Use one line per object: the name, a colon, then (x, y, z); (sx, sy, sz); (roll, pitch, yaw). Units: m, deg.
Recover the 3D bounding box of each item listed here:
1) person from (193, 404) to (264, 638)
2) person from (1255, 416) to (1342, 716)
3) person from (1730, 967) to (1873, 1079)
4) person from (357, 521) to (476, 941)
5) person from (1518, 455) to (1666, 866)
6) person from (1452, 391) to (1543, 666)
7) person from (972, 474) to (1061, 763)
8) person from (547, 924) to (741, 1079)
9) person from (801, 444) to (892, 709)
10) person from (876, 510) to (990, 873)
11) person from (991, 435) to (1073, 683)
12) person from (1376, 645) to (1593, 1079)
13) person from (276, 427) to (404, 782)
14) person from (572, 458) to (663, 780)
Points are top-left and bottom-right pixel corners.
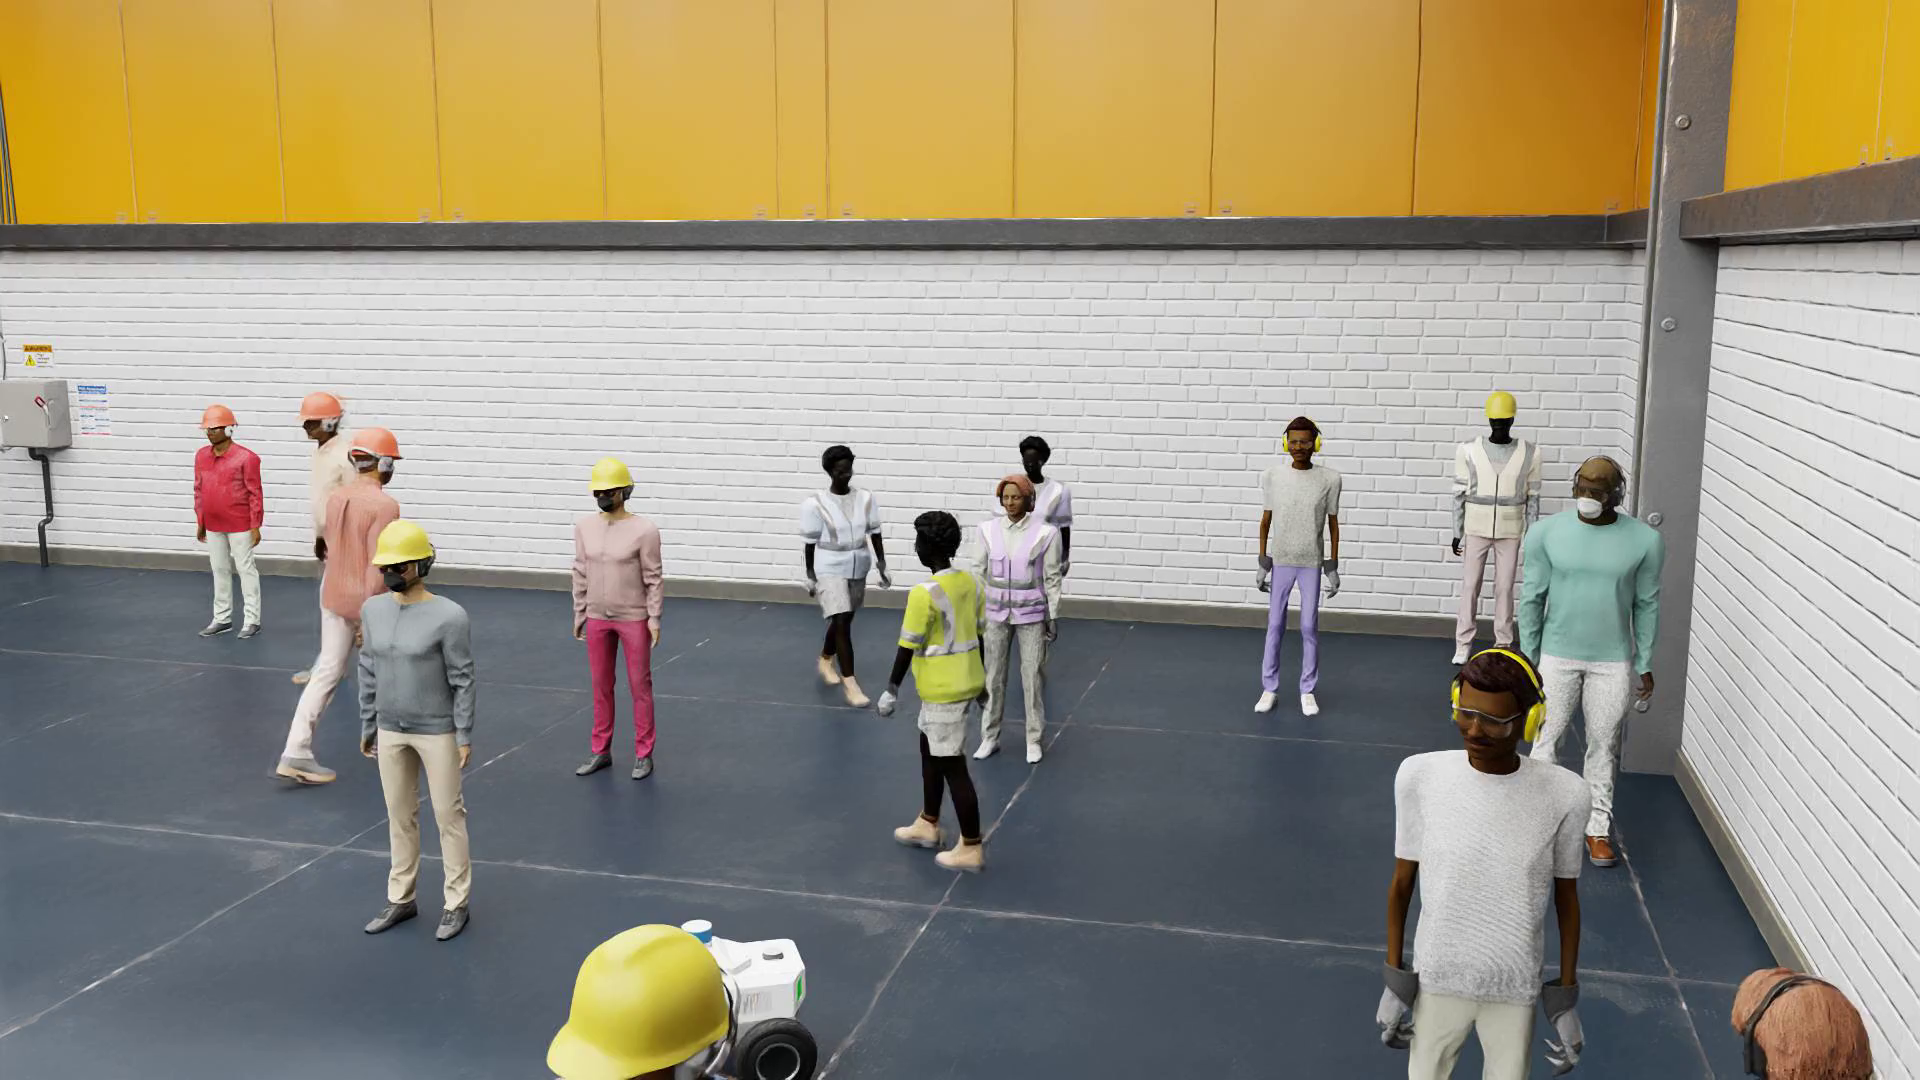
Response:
person: (-5.479, -0.139, 12.428); (0.563, 1.753, 0.335); (3, 10, 16)
person: (2.101, 0.161, 10.324); (0.521, 1.873, 0.334); (3, 10, 16)
person: (1.494, 1.568, 2.870); (0.529, 1.599, 0.850); (-2, 10, -11)
person: (-2.265, 0.791, 6.921); (0.524, 1.769, 0.325); (3, 10, 16)
person: (2.930, 0.561, 7.779); (0.628, 1.936, 0.377); (3, 10, 16)
person: (3.704, -0.071, 11.522); (0.587, 1.928, 0.381); (3, 10, 16)
person: (0.314, 0.439, 9.365); (0.514, 1.642, 0.314); (3, 10, 16)
person: (-0.473, 1.480, 2.691); (0.589, 1.827, 0.404); (3, 10, 16)
person: (-0.768, 0.197, 10.749); (0.537, 1.656, 0.860); (-7, 12, -34)
person: (-0.144, 0.693, 7.753); (0.689, 1.666, 0.550); (5, 11, 26)
person: (0.485, 0.110, 11.255); (0.542, 1.655, 0.860); (2, 10, 13)
person: (1.355, 1.184, 4.327); (0.521, 1.864, 0.334); (3, 10, 16)
person: (-3.360, 0.347, 9.157); (0.621, 1.912, 1.096); (5, 11, 29)
person: (-1.868, 0.429, 9.055); (0.524, 1.769, 0.325); (3, 10, 16)
